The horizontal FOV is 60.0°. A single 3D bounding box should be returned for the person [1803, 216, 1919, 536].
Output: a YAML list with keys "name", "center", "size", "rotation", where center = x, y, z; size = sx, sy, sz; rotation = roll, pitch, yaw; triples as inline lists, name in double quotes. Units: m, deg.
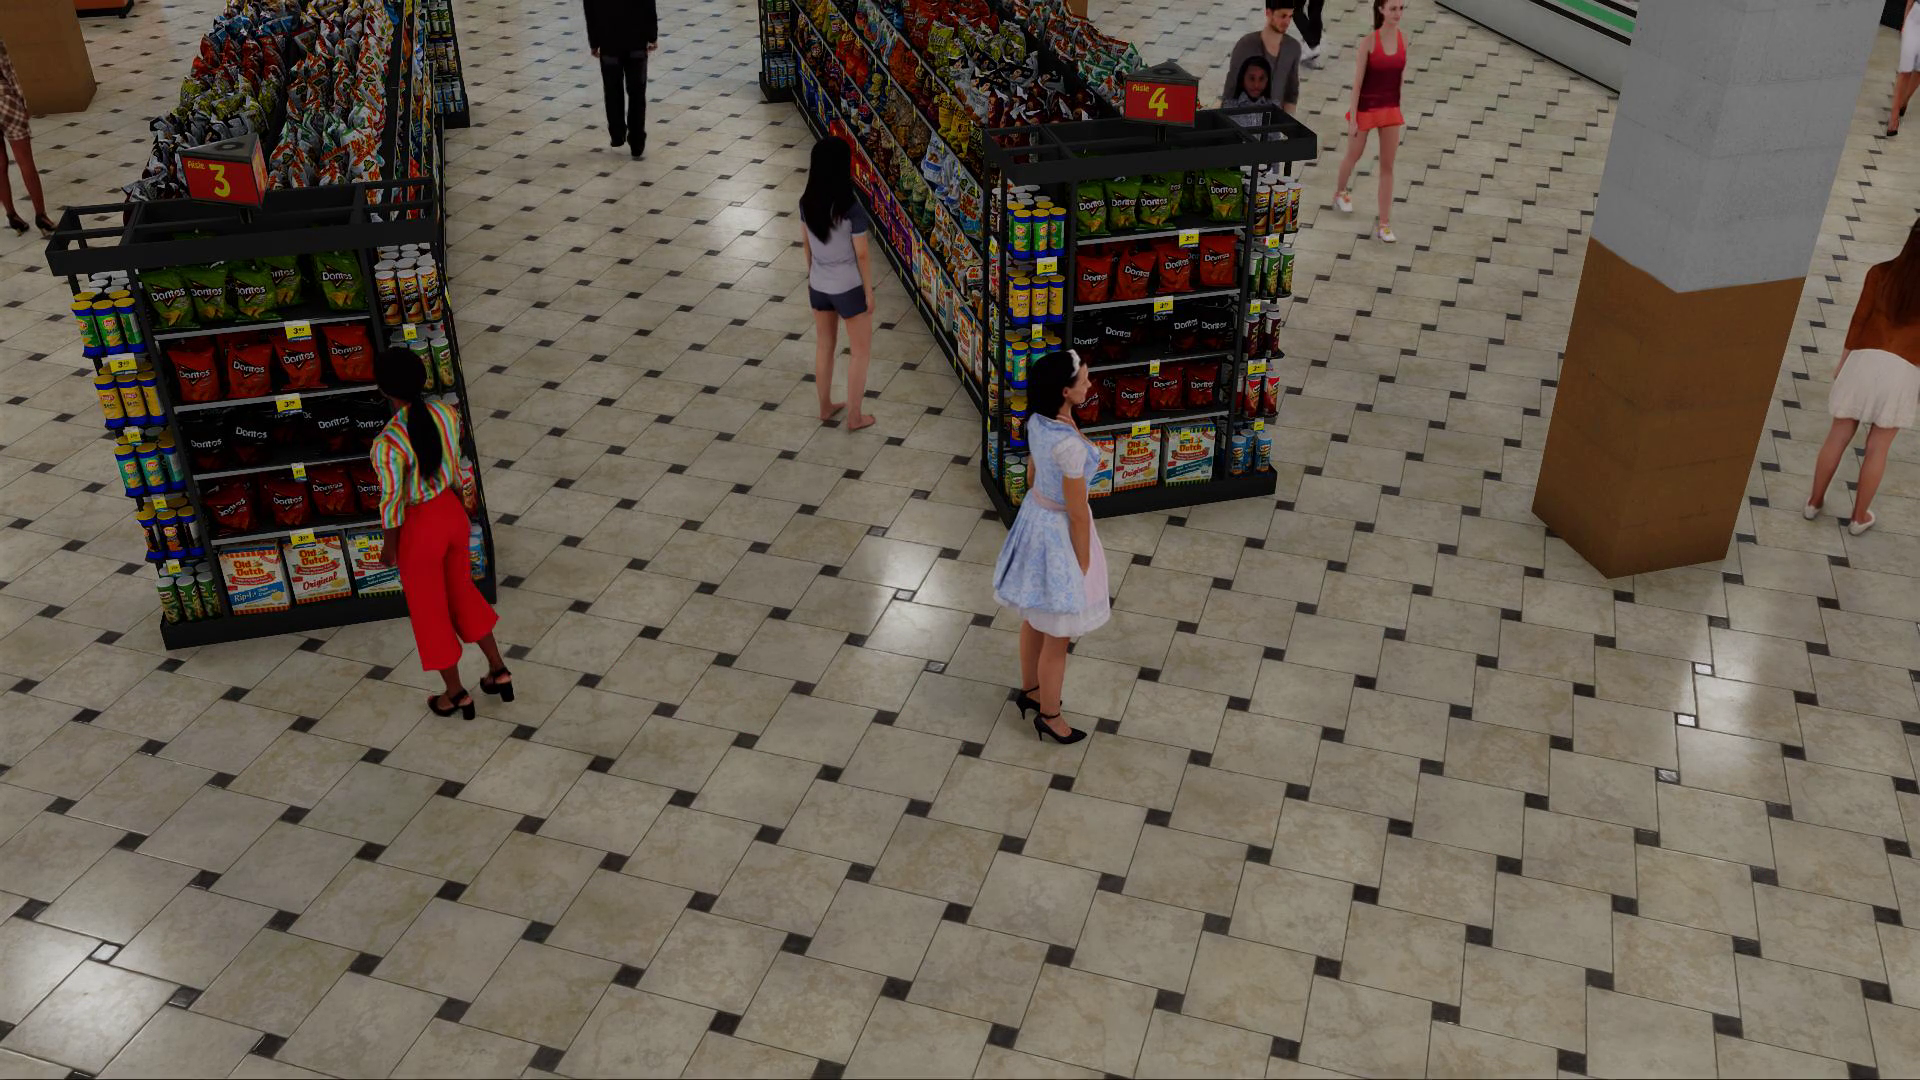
- name: "person"
  center: [4.661, -0.840, 8.410]
  size: [0.685, 1.716, 0.760]
  rotation: [21, 38, 30]

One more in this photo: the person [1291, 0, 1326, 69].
- name: "person"
  center: [3.385, -5.226, 15.503]
  size: [0.728, 1.671, 0.747]
  rotation: [-25, 40, -34]

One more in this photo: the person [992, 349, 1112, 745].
- name: "person"
  center: [0.396, 0.045, 6.893]
  size: [0.772, 1.817, 0.676]
  rotation: [-11, 34, -17]

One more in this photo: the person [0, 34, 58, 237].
- name: "person"
  center: [-6.875, -3.046, 11.884]
  size: [0.626, 1.791, 0.622]
  rotation: [0, 32, 0]

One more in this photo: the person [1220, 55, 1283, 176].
- name: "person"
  center: [1.823, -2.243, 10.657]
  size: [0.650, 1.724, 0.590]
  rotation: [-1, 32, -1]

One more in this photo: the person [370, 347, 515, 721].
- name: "person"
  center: [-2.177, 0.022, 6.956]
  size: [0.784, 1.789, 0.715]
  rotation: [15, 35, 22]

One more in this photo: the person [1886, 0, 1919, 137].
- name: "person"
  center: [8.128, -4.303, 13.982]
  size: [1.045, 1.709, 1.128]
  rotation: [15, 35, 23]

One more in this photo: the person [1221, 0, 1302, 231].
- name: "person"
  center: [2.009, -2.885, 11.541]
  size: [0.708, 1.881, 0.731]
  rotation: [-8, 33, -12]

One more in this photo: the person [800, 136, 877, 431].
- name: "person"
  center: [-0.691, -1.435, 9.375]
  size: [0.664, 1.707, 0.739]
  rotation: [19, 37, 27]

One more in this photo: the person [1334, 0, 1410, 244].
- name: "person"
  center: [2.969, -3.093, 12.042]
  size: [0.642, 1.705, 1.194]
  rotation: [-6, 32, -9]

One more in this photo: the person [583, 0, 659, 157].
- name: "person"
  center: [-2.706, -3.961, 13.321]
  size: [0.765, 1.827, 0.711]
  rotation: [-4, 32, -6]
